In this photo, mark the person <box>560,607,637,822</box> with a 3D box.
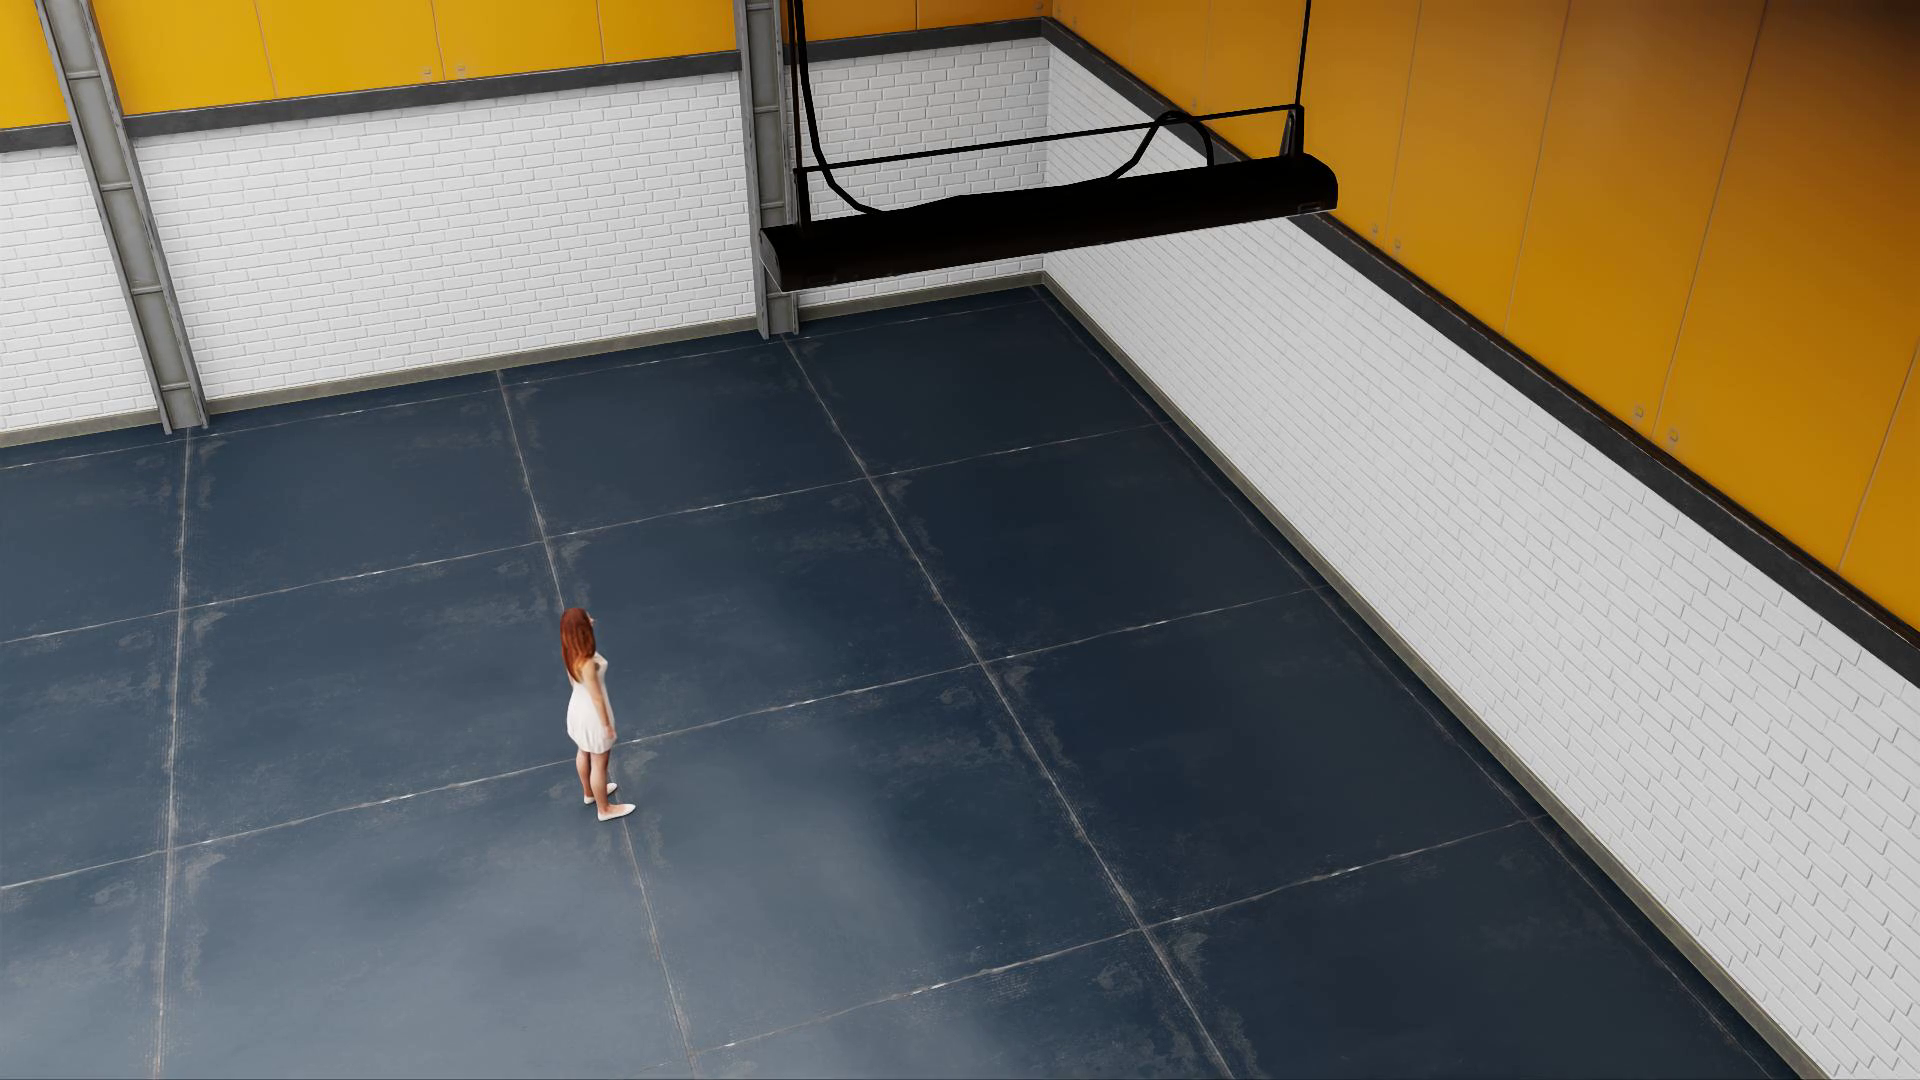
[{"bbox_3d":[-2.532,1.173,11.362,0.601,1.712,0.606,-21,39,-28],"label":"person"}]
